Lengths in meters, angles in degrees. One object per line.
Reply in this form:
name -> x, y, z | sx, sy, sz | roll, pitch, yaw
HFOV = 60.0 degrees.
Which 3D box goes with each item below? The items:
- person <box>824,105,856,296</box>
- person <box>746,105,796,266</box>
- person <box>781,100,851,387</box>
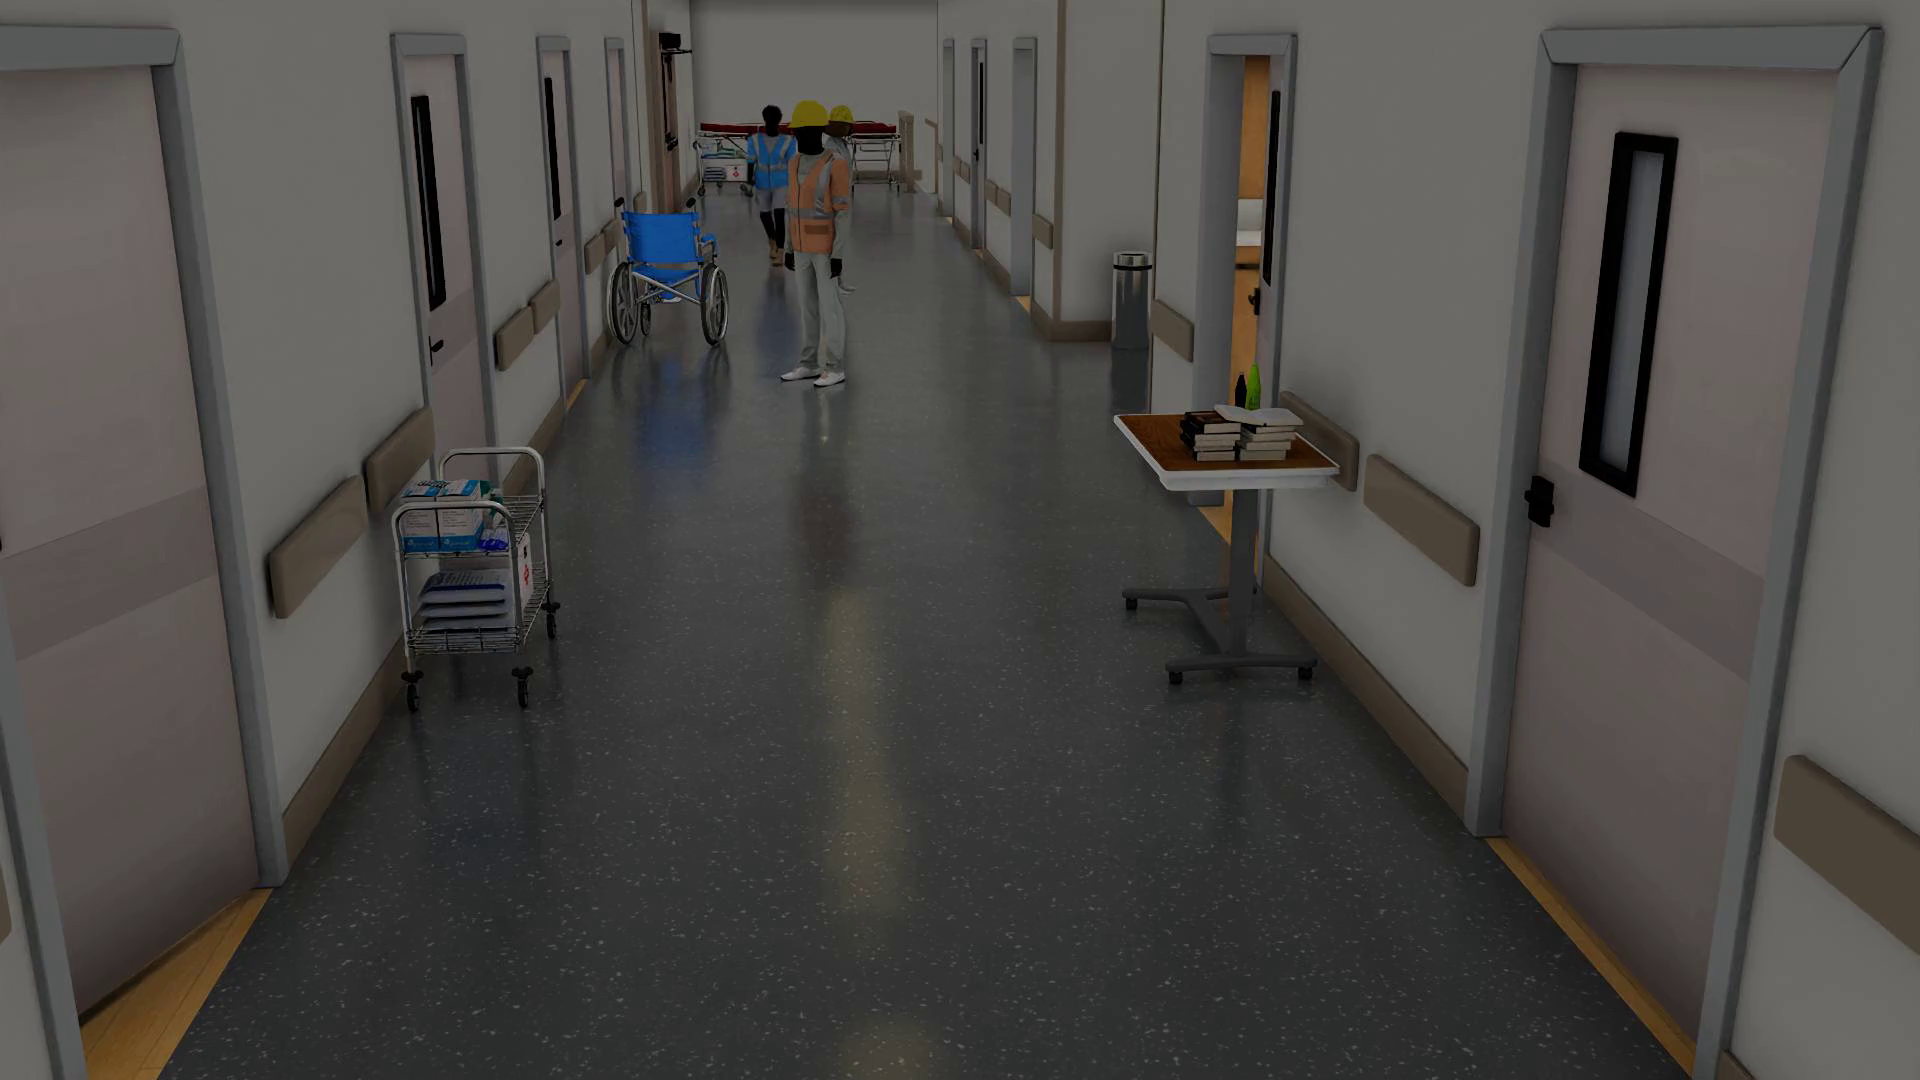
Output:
person -> -1.120, -3.172, 15.566 | 0.325, 1.740, 0.492 | 3, 17, 9
person -> -1.997, -3.811, 17.813 | 0.530, 1.672, 0.800 | 2, 17, 6
person -> -0.996, -2.022, 11.399 | 0.587, 1.928, 0.363 | 15, 22, 41
